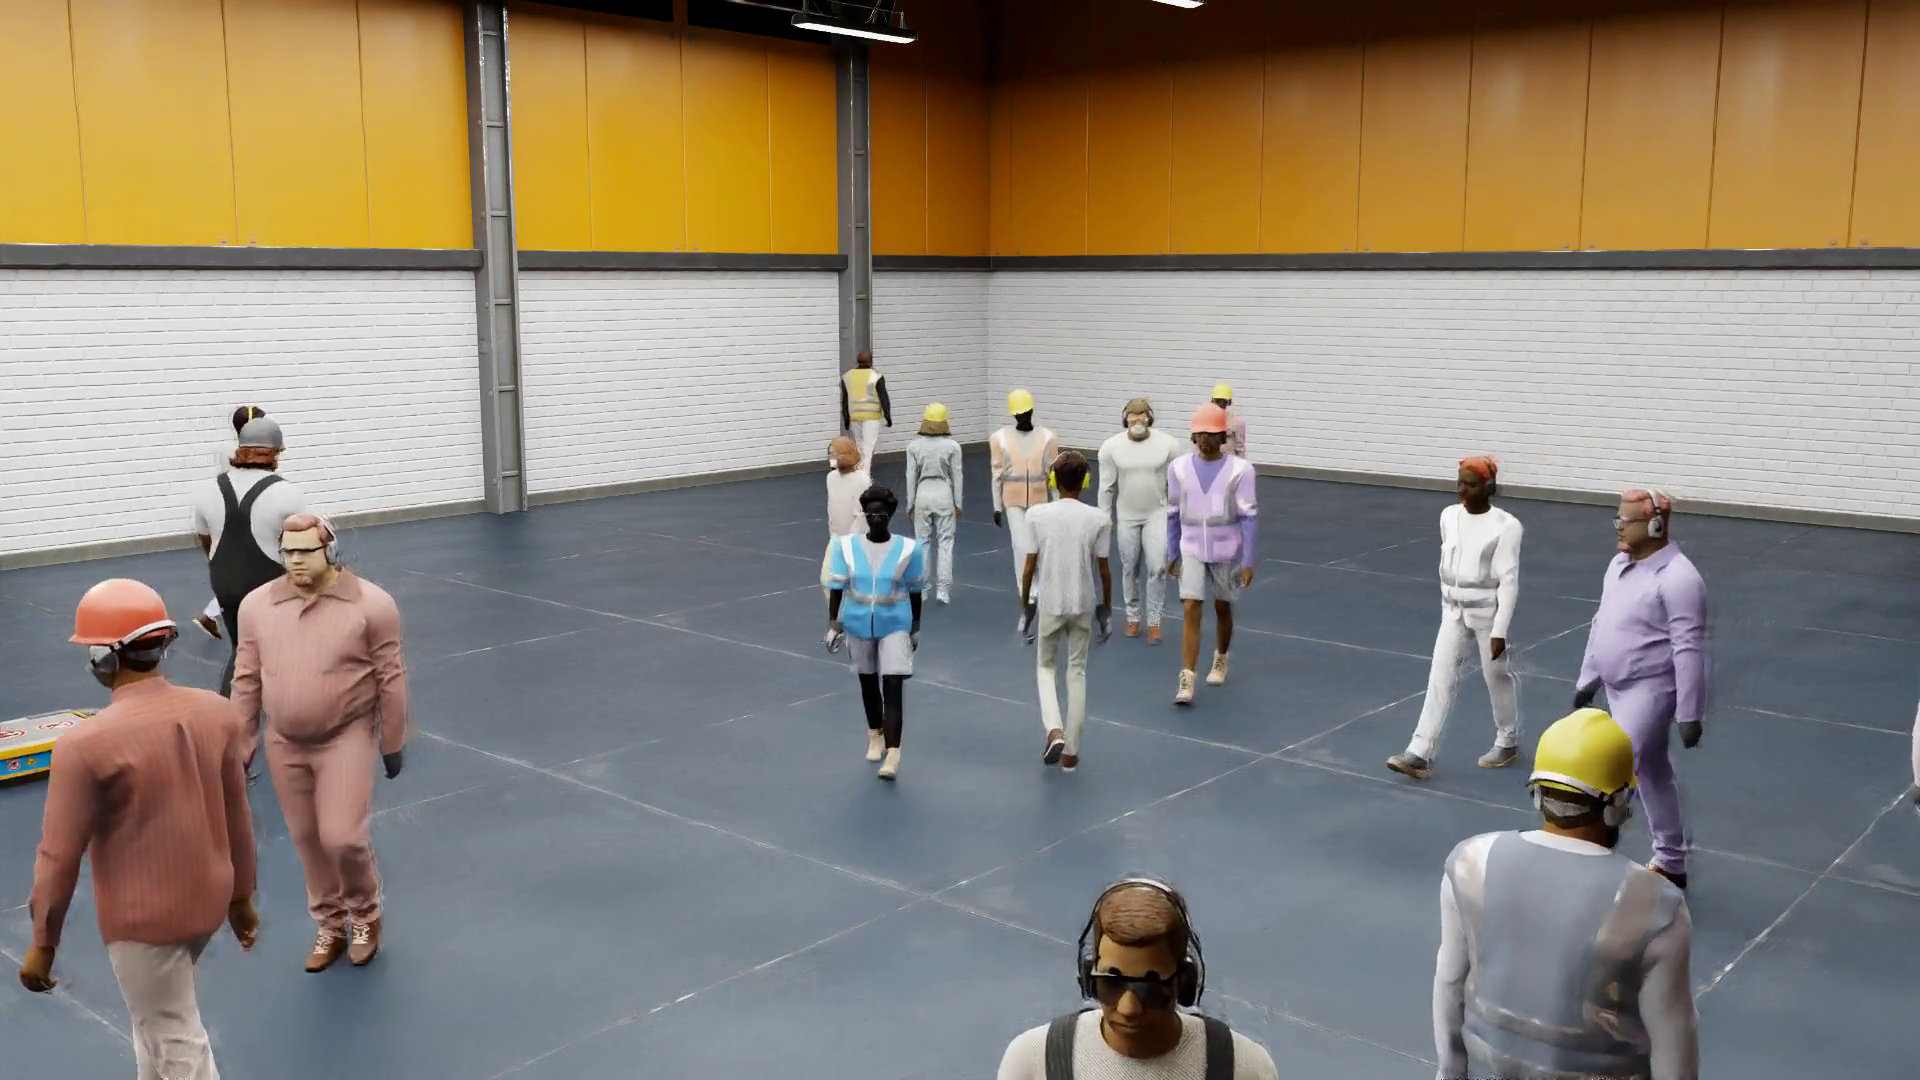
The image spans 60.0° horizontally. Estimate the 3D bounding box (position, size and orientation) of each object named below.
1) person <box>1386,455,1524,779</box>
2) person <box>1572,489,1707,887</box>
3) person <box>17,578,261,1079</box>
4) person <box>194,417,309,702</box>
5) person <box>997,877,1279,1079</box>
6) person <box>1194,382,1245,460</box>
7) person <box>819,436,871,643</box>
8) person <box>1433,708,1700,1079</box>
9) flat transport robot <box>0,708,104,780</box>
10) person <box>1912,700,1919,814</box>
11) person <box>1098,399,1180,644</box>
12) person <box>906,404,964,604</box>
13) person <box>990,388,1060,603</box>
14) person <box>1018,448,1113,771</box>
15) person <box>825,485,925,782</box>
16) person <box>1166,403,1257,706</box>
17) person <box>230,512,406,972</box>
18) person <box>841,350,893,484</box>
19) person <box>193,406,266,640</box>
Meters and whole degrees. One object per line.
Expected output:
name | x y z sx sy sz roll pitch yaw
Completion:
person | 2.866 0.441 9.349 1.002 1.827 0.605 -6 11 -33
person | 2.964 0.699 7.571 0.915 1.869 0.671 0 9 -1
person | -2.460 1.089 4.900 0.883 1.956 0.615 2 9 15
person | -4.118 0.272 9.752 0.709 2.000 0.709 1 9 8
person | 0.308 1.463 3.072 0.527 1.793 0.983 2 9 11
person | 2.670 -0.750 17.055 0.524 1.755 0.585 3 10 19
person | -0.883 0.012 12.727 0.496 1.608 0.505 8 12 40
person | 1.458 1.303 3.994 0.618 1.821 0.479 9 12 43
flat transport robot | -5.479 1.212 9.385 0.652 0.197 1.431 8 12 40
person | 3.931 0.916 6.231 0.643 1.881 0.779 5 10 30
person | 1.382 -0.144 12.840 0.647 1.893 0.735 1 9 7
person | -0.227 -0.299 14.403 0.507 1.739 0.619 1 9 9
person | 0.545 -0.341 14.058 0.598 1.899 0.587 -1 9 -8
person | 0.606 0.404 9.505 0.554 1.850 0.410 0 9 2
person | -0.485 0.522 9.382 0.546 1.651 0.877 1 9 7
person | 1.672 0.076 11.168 0.636 1.990 1.027 3 10 20
person | -2.609 0.828 6.728 0.657 1.888 0.445 1 9 3
person | -1.223 -1.663 22.573 0.632 1.822 0.675 4 10 26
person | -5.655 -0.135 13.025 0.514 1.830 0.871 7 11 38
